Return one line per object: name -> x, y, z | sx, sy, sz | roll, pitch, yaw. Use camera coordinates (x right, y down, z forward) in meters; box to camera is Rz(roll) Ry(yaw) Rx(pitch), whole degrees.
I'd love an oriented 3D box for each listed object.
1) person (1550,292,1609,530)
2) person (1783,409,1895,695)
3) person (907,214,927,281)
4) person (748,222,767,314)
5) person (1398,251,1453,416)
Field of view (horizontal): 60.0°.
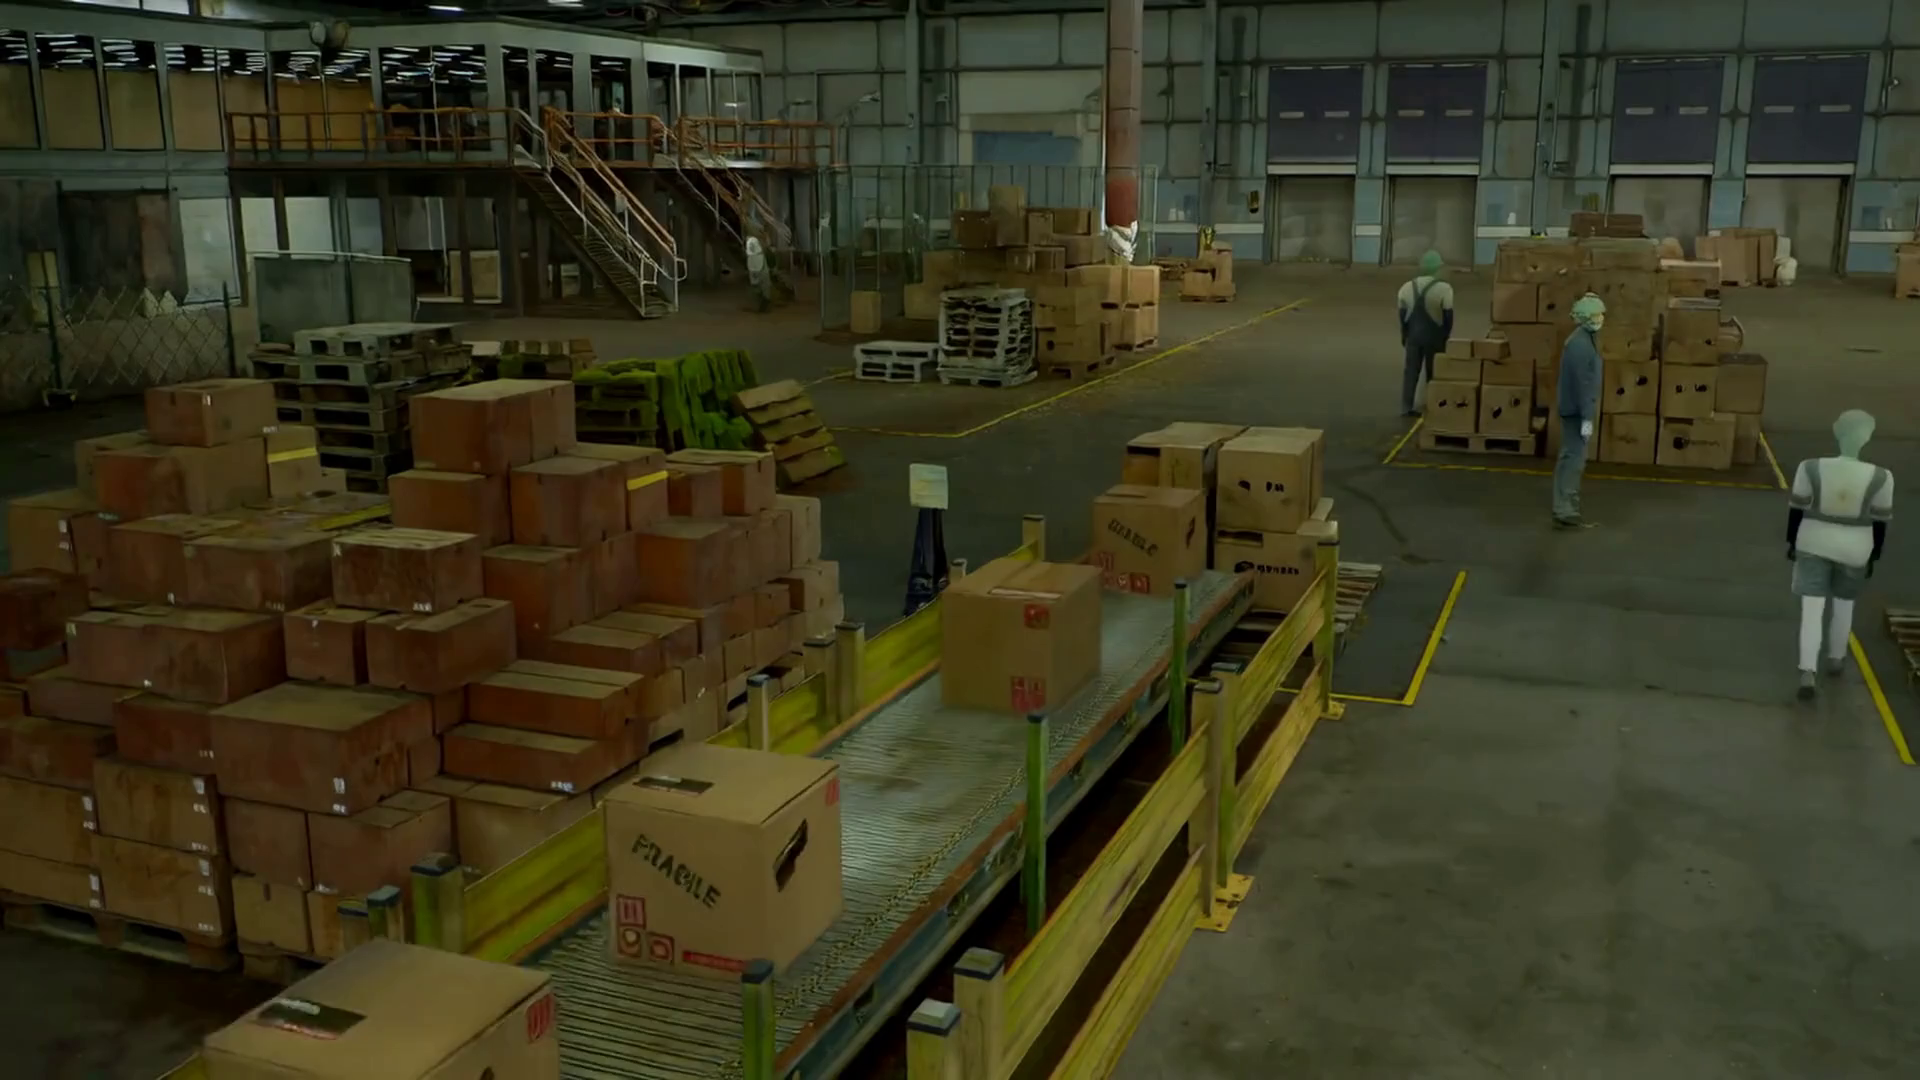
person -> 5.246, -1.091, 14.078 | 0.373, 1.997, 0.616 | 2, 13, 7
person -> 5.077, 0.068, 9.657 | 0.534, 1.657, 0.860 | 6, 14, 26
person -> -1.104, -7.960, 45.325 | 0.651, 1.807, 0.655 | -4, 13, -18
person -> -4.272, -5.714, 34.973 | 0.373, 1.928, 0.543 | -4, 13, -16
person -> 5.752, -2.527, 20.418 | 0.689, 2.000, 0.537 | 11, 17, 41
